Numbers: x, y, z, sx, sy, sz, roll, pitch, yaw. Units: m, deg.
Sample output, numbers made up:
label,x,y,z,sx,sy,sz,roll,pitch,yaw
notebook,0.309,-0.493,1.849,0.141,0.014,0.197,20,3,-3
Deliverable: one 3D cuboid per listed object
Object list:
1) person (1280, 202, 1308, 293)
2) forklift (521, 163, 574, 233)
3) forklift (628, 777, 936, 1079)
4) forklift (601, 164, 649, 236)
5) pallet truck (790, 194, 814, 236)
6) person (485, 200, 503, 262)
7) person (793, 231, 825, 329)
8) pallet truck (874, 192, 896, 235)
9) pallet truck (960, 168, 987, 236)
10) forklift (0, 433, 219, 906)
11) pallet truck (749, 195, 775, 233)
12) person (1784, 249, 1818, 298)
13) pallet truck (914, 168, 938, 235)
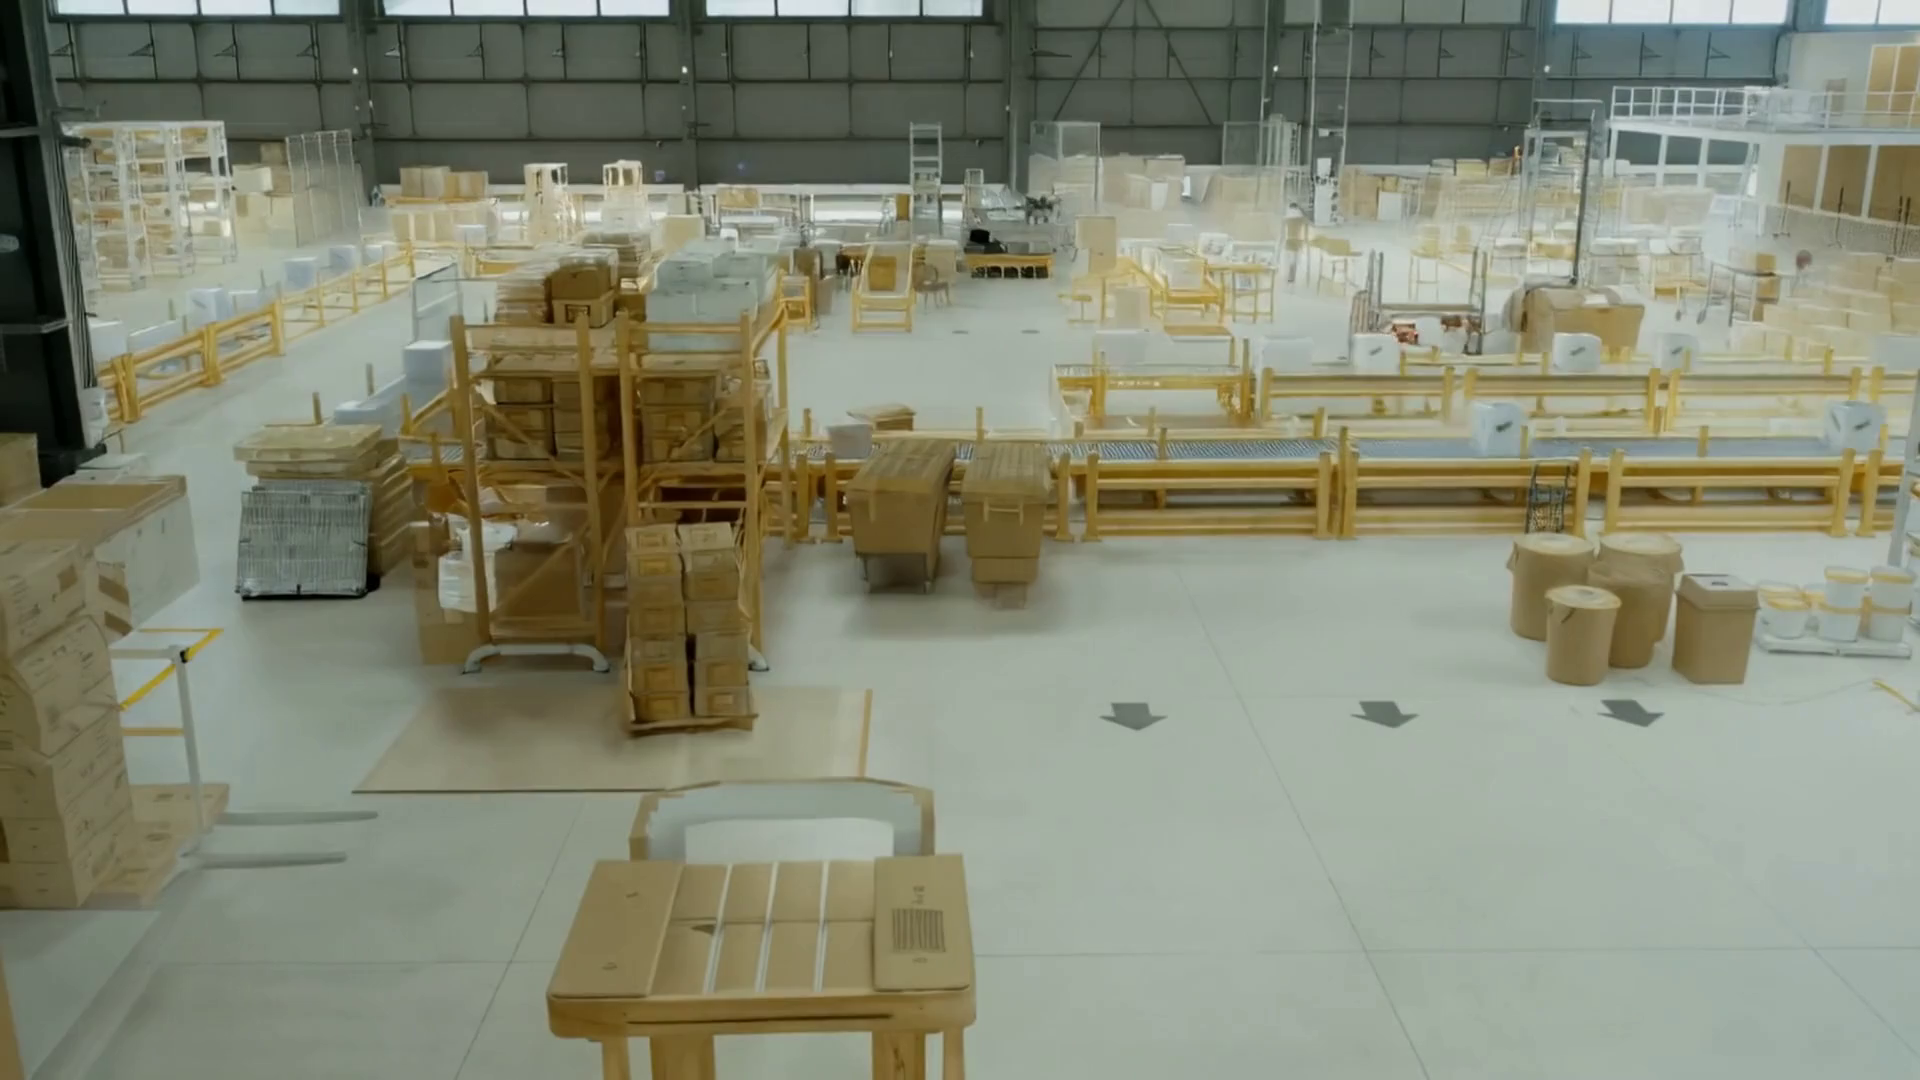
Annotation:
label,x,y,z,sx,sy,sz,roll,pitch,yaw
person,7.501,-6.574,37.448,0.616,2.028,0.465,1,16,4
forklift,-12.233,-10.122,49.298,1.157,1.987,2.680,0,16,-1
forklift,-0.542,2.165,5.552,1.129,2.768,1.873,-1,16,-2
forklift,-9.948,-10.127,49.296,1.157,1.987,2.680,-1,16,-3
pallet truck,-4.814,-9.883,50.259,0.704,1.261,1.522,-1,16,-3
person,-11.574,-7.592,41.494,0.735,1.741,0.525,-10,19,-30
person,-2.957,-5.060,32.411,0.638,1.902,0.407,5,17,18
pallet truck,-2.277,-9.986,50.594,0.653,1.274,1.630,0,16,-1
pallet truck,0.383,-10.230,50.206,0.823,1.965,1.885,-1,16,-3
forklift,-5.952,0.780,10.366,1.873,2.768,1.129,0,16,-1
pallet truck,-6.051,-9.967,50.660,0.680,1.201,1.601,0,16,-1
person,14.691,-4.159,29.281,0.909,1.900,0.555,-2,16,-6
pallet truck,-0.989,-10.316,50.507,0.823,1.965,1.885,1,16,3
